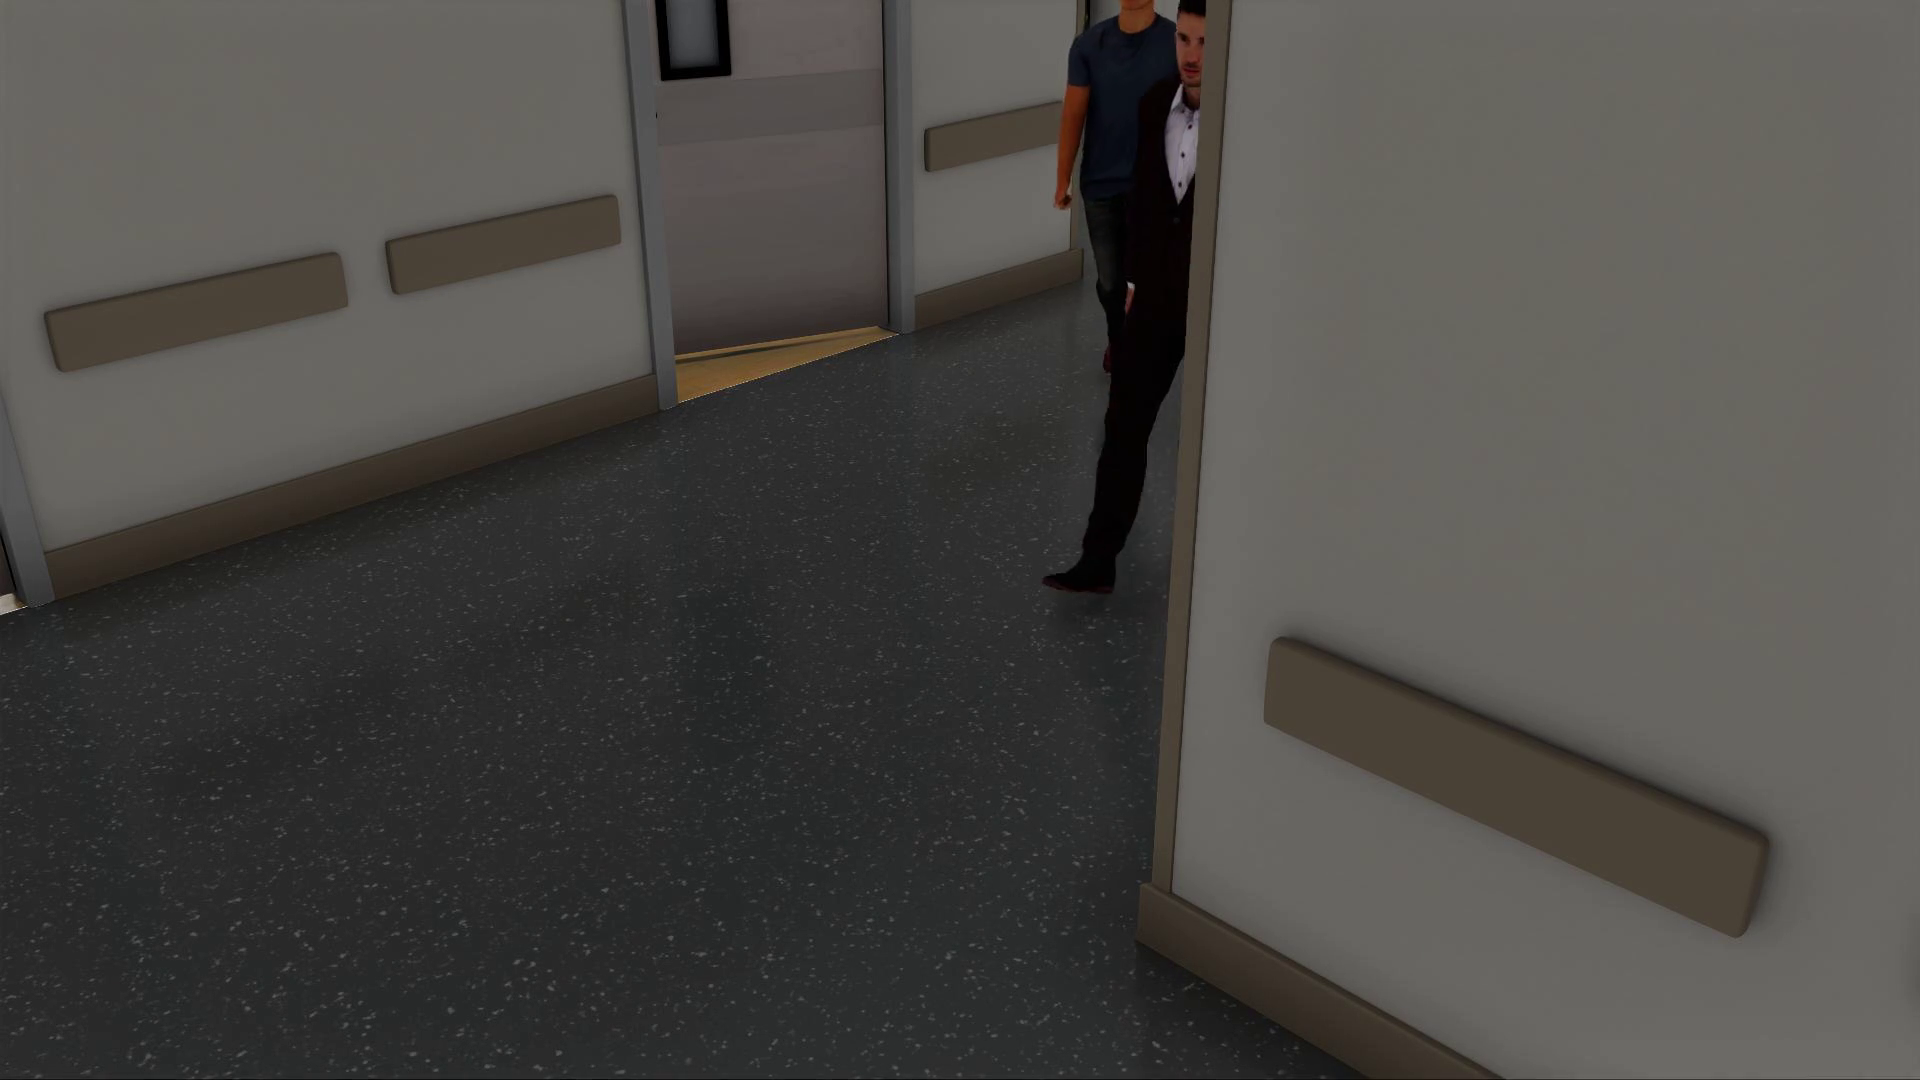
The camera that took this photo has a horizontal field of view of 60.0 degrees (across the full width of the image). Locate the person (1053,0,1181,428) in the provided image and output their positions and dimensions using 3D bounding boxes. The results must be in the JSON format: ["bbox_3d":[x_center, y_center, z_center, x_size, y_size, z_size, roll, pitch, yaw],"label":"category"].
[{"bbox_3d":[0.663,-1.387,6.467,1.080,1.767,1.274,6,26,12],"label":"person"}]

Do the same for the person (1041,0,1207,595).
[{"bbox_3d":[0.752,-0.735,5.037,0.841,1.834,1.120,17,31,31],"label":"person"}]
